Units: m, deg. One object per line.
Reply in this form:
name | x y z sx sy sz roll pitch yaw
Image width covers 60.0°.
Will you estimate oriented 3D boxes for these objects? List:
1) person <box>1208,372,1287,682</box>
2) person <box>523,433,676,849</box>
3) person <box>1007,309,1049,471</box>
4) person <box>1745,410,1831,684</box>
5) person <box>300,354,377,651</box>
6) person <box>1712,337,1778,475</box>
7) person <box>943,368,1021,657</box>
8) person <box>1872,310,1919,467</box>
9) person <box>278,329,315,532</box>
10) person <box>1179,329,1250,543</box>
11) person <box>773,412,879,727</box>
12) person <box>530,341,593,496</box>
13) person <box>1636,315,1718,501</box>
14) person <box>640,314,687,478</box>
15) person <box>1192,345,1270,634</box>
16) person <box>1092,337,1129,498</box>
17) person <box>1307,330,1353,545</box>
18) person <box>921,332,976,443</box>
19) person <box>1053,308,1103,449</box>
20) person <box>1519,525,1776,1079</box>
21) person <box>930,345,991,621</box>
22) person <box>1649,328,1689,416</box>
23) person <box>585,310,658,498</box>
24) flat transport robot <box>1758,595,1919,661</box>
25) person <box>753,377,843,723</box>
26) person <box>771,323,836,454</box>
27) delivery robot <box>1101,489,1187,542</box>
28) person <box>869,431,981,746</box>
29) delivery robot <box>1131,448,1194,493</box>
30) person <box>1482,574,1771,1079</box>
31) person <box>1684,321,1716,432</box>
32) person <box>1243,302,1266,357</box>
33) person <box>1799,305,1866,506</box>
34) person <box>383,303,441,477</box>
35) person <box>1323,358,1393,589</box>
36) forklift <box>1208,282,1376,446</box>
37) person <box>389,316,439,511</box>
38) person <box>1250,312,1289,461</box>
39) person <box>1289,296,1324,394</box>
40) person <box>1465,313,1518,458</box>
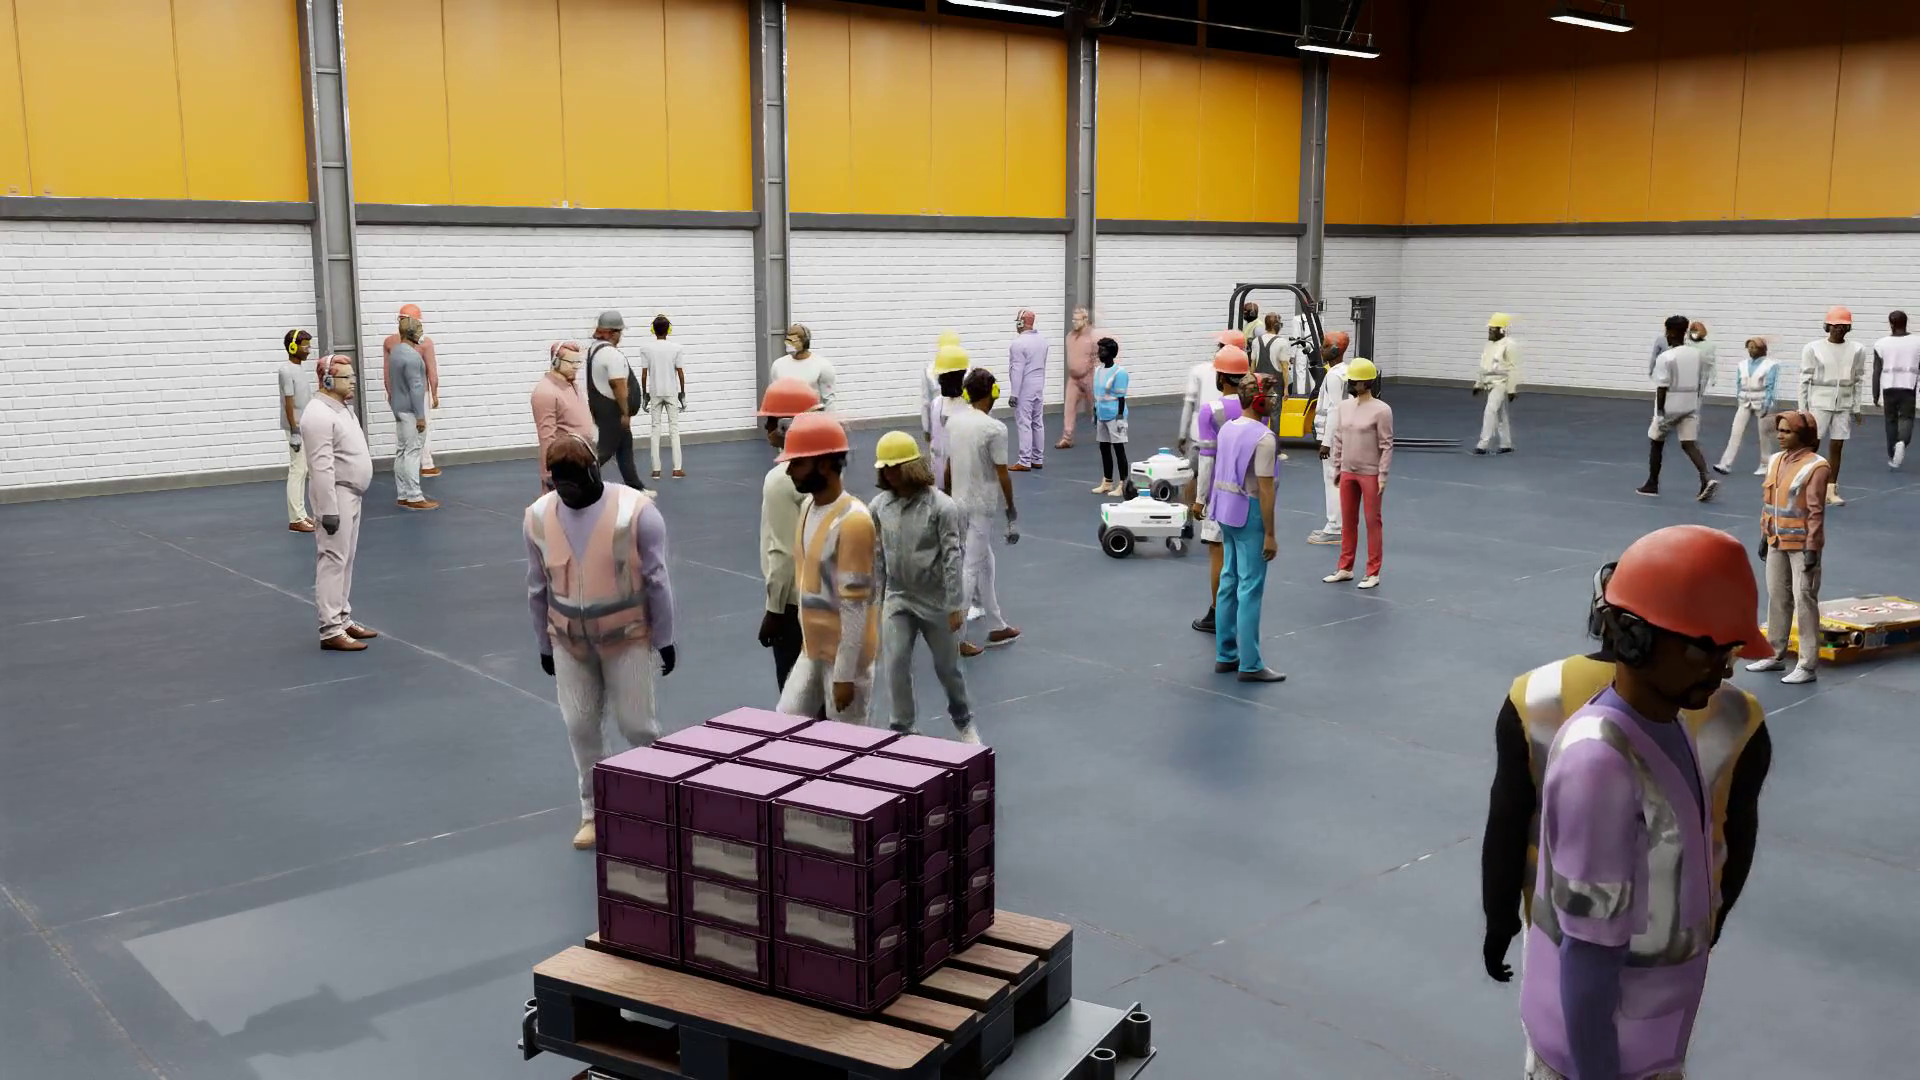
person | 1.705 -0.078 9.960 0.396 1.847 0.565 -3 10 -19
person | -1.535 0.421 7.171 0.645 1.811 0.602 2 10 9
person | 0.770 -1.764 19.659 0.402 1.911 0.638 7 12 36
person | 4.972 0.036 9.939 0.318 1.630 0.512 -2 10 -11
person | -4.004 -0.247 10.776 0.401 1.906 0.649 -1 10 -8
person | 9.086 -1.518 19.123 0.836 1.600 0.518 -6 12 -32
person | 0.199 -0.176 10.589 0.842 1.821 0.556 -8 13 -40
person | 11.221 -1.790 19.857 0.631 1.892 0.668 5 11 27
person | -6.083 -1.005 15.342 0.328 1.865 0.519 -2 10 -10
person | 2.281 -0.918 14.773 0.590 1.885 0.576 4 11 23
person | -0.533 0.443 6.691 0.401 1.922 0.571 -6 11 -31
person | -2.958 -0.542 12.527 0.406 1.902 0.636 1 10 7
person | 7.506 -1.371 17.294 0.614 1.936 0.902 -3 10 -15
person | -3.384 -1.635 18.996 0.514 1.876 0.328 -1 10 -4
person | 1.802 -0.333 11.178 0.546 1.942 0.352 -5 11 -27
person | 1.584 -1.294 17.552 0.324 1.688 0.536 -5 11 -28
person | 3.282 -0.896 14.661 0.355 1.880 0.574 4 10 20
person | -0.093 -1.180 16.595 0.585 1.792 0.930 -1 10 -5
person | 1.688 -2.147 22.079 1.016 1.858 0.654 -9 13 -44
person | 1.321 0.972 3.274 0.404 2.034 0.609 6 11 31
person | -0.031 -0.397 11.622 0.390 1.919 0.581 -8 12 -39
person | 10.682 -2.534 25.038 0.623 1.591 0.727 8 13 39
person | -3.620 -1.382 17.030 0.989 2.000 0.691 -5 11 -27
flat transport robot | 5.898 0.556 10.856 1.431 0.197 0.652 -5 11 -26
person | -0.742 0.253 7.595 0.388 1.993 0.618 3 10 19
person | -1.412 -0.975 14.953 0.629 1.936 0.371 4 10 21
delivery robot | 1.564 -0.191 14.126 0.707 0.478 0.477 0 10 1
person | -0.180 0.282 8.299 0.505 1.701 0.685 4 10 22
delivery robot | 2.102 -0.710 17.166 0.707 0.478 0.477 -8 12 -37
person | 1.675 0.924 4.224 0.625 1.799 0.922 5 11 25
person | 10.698 -2.370 24.107 0.517 1.605 0.671 9 13 43
person | 4.354 -2.646 25.013 0.429 1.842 0.634 -2 10 -12
person | 8.846 -1.358 16.882 0.615 2.040 0.391 1 10 8
person | -6.279 -1.710 19.084 0.622 1.992 0.396 1 10 6
person | 3.063 -0.510 12.735 0.329 1.765 0.526 -7 12 -36
forklift | 4.328 -2.346 22.227 2.313 2.155 1.214 3 10 16
person | -5.490 -1.259 16.616 0.353 1.936 0.635 -7 12 -35
person | 3.841 -1.897 20.622 0.514 1.841 0.324 8 13 40
person | 5.672 -3.046 27.236 0.586 1.880 0.340 -3 10 -17
person | 6.685 -1.944 20.991 0.839 1.803 0.588 -2 10 -10
